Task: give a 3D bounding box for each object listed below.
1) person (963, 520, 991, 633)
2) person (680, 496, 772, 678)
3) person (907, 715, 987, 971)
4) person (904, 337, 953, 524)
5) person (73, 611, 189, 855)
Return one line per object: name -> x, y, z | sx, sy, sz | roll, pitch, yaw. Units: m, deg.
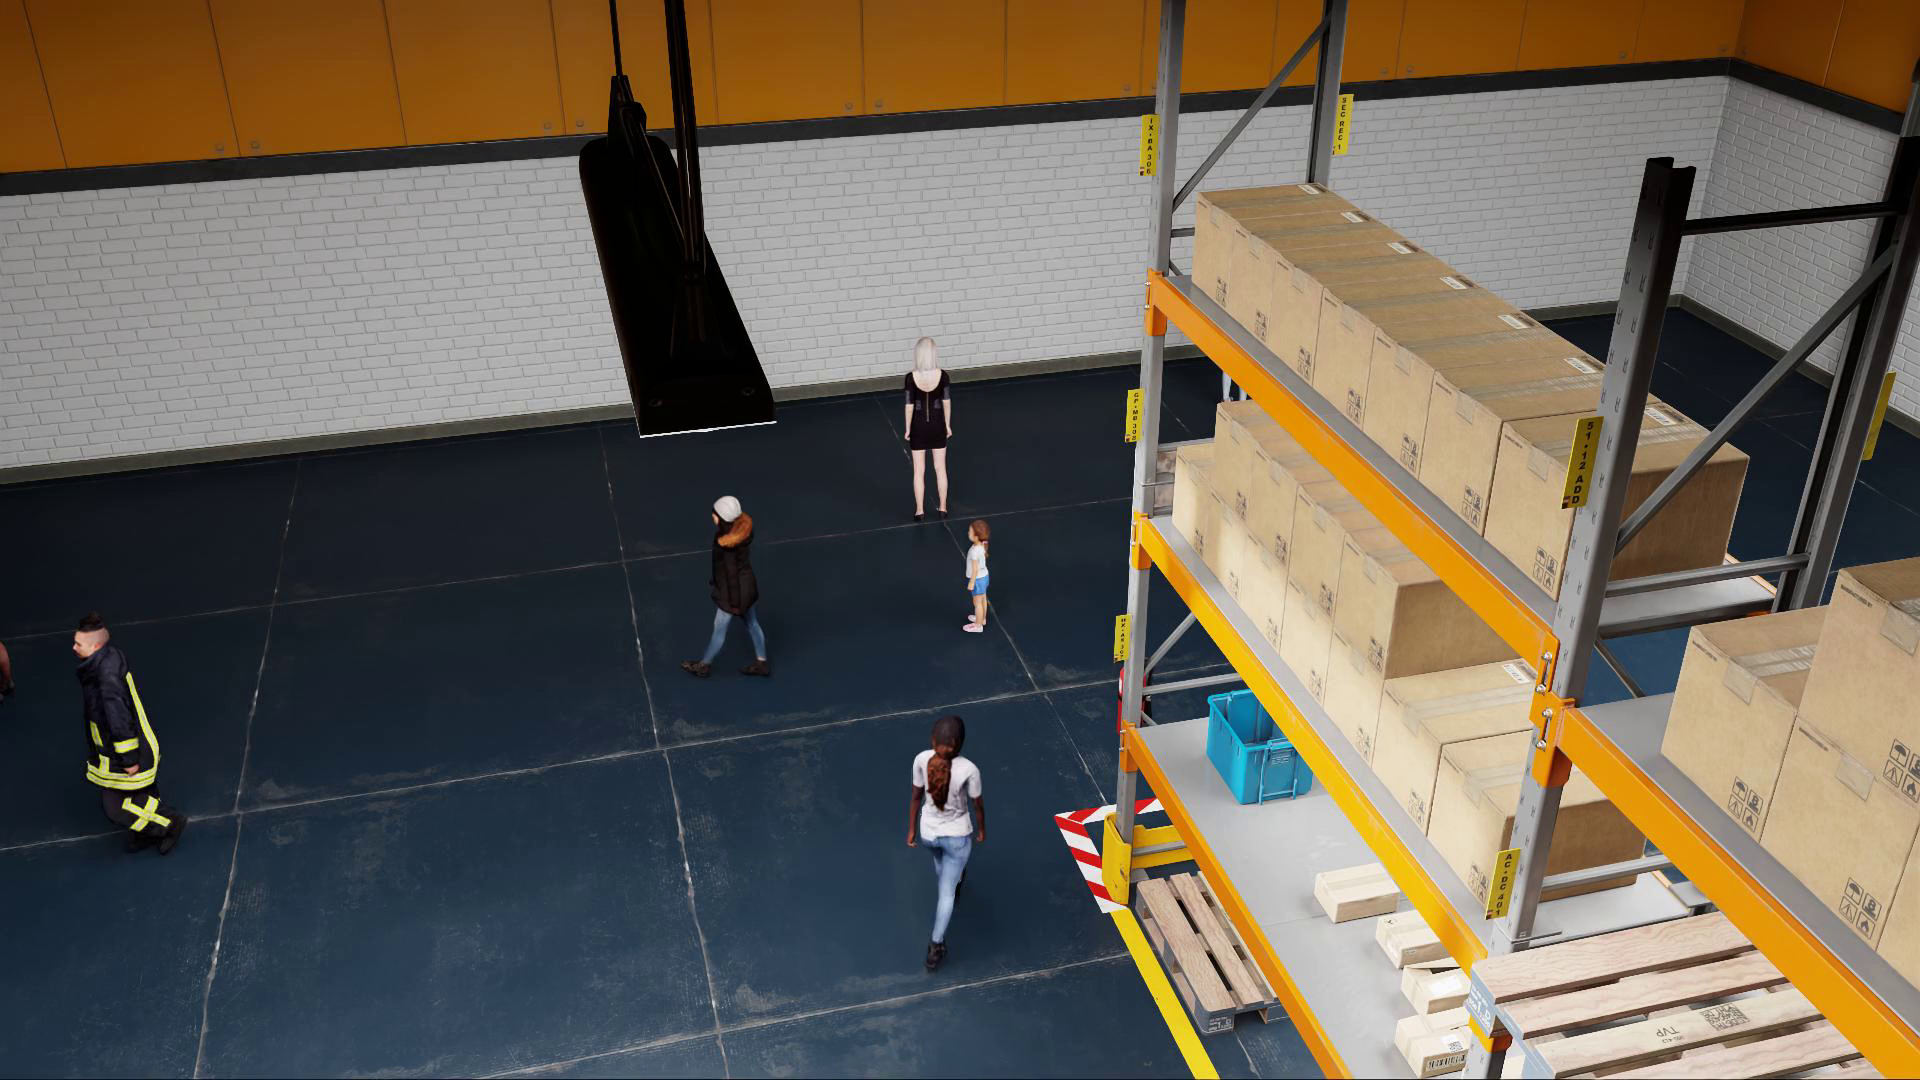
person -> 0.153, 0.290, 13.822 | 0.546, 1.019, 0.468 | 9, 30, 16
person -> -1.690, 0.389, 13.025 | 0.917, 1.609, 0.974 | 4, 29, 7
person -> -0.110, 1.883, 10.211 | 1.005, 1.680, 1.161 | 9, 30, 17
person -> -0.300, -1.019, 15.375 | 0.605, 1.829, 0.530 | -5, 29, -8
person -> -5.505, 1.303, 11.095 | 0.927, 1.851, 0.795 | -15, 32, -26
